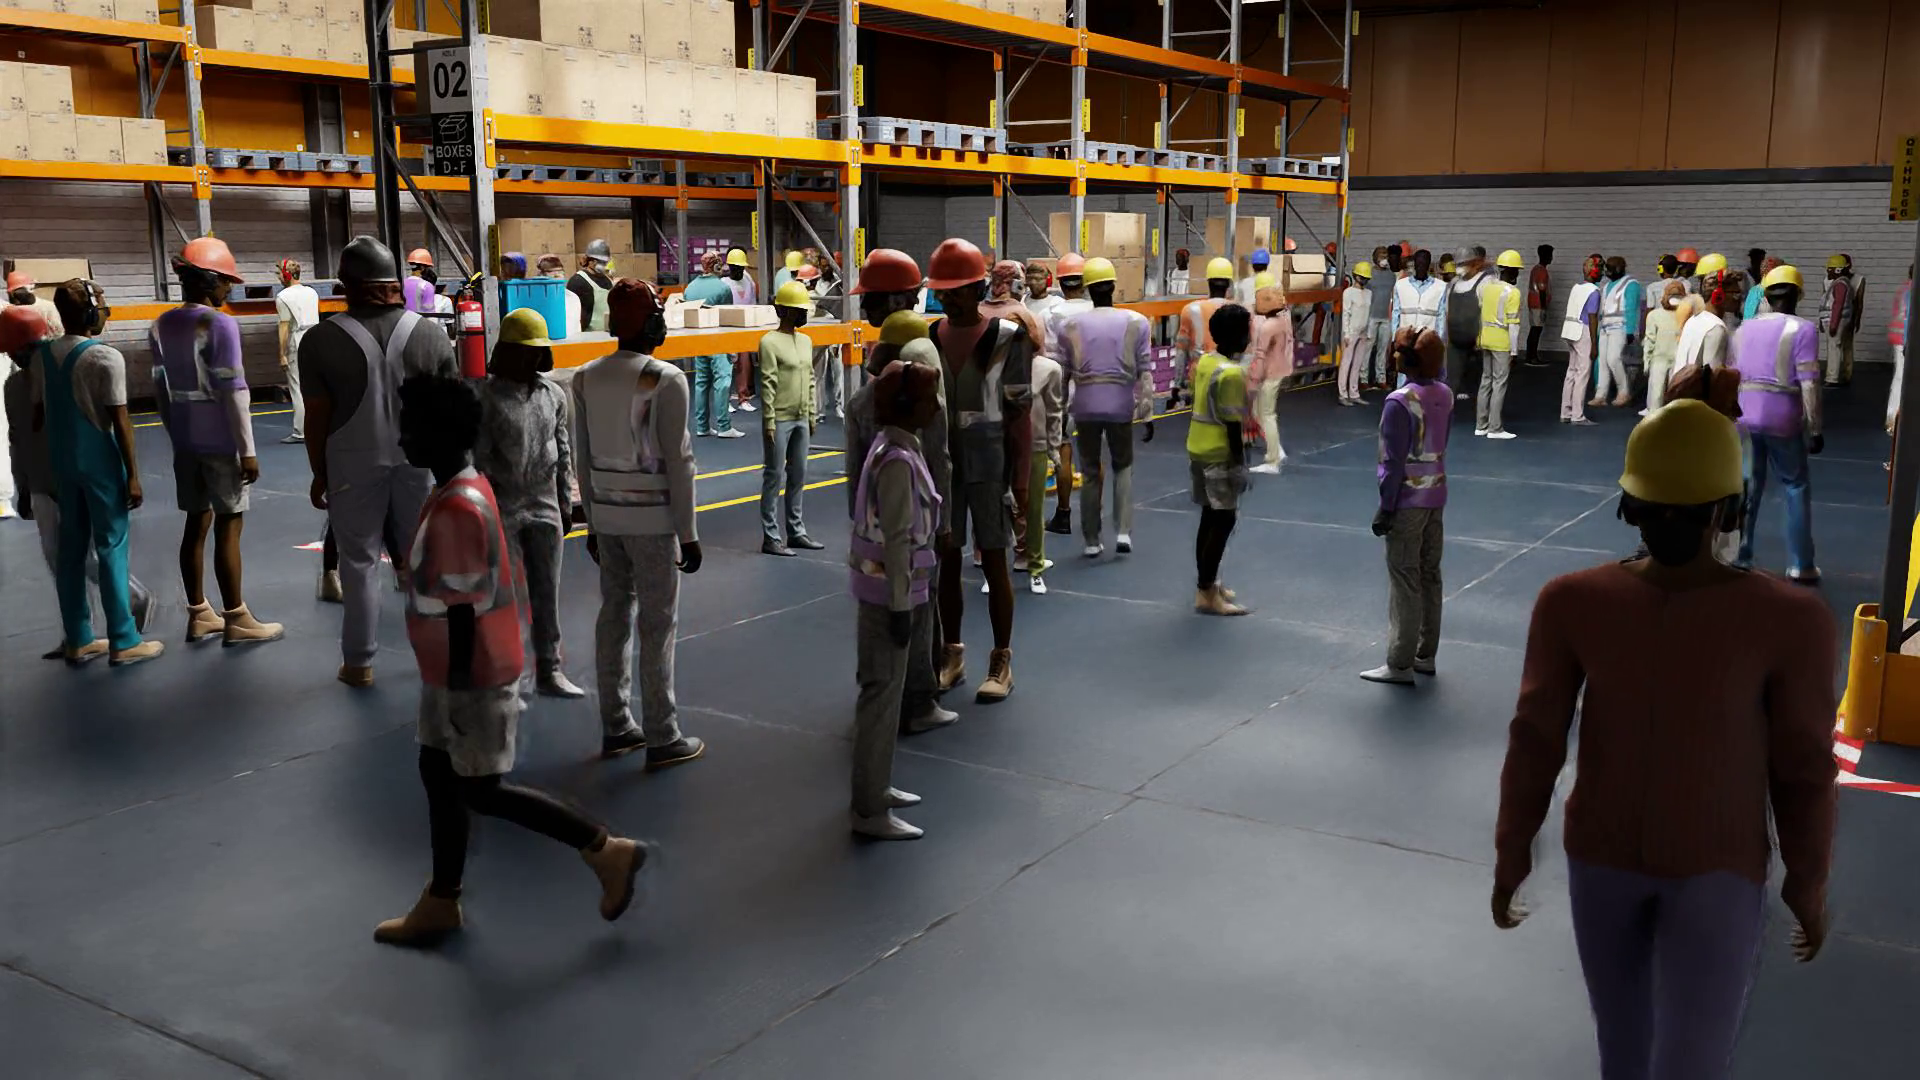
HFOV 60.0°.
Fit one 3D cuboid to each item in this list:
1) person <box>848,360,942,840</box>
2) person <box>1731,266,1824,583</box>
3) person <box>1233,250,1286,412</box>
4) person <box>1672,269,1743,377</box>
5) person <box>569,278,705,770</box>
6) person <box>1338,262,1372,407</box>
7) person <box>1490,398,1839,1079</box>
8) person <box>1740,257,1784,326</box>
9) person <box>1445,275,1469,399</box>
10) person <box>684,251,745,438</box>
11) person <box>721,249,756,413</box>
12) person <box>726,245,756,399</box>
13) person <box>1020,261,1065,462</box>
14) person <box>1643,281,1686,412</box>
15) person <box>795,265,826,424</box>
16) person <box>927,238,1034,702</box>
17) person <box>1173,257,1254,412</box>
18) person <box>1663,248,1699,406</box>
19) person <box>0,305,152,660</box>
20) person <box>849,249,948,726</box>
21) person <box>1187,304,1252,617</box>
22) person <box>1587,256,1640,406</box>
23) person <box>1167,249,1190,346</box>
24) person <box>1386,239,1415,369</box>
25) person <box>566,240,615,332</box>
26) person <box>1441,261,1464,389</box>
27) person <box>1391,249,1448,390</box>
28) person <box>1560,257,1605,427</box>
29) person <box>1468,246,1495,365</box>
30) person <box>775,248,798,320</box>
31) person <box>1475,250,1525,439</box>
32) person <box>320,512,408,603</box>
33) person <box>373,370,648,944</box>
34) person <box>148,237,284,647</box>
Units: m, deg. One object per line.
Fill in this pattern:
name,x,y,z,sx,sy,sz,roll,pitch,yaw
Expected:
person,-0.222,0.200,5.684,0.325,1.626,0.529,0,10,-2
person,4.820,-0.671,9.828,0.754,1.866,0.623,-5,12,-27
person,3.571,-2.495,19.856,0.615,1.899,0.979,6,12,30
person,4.624,-0.762,10.392,0.373,1.843,0.571,2,10,9
person,-1.236,-0.058,6.404,0.576,1.880,0.360,7,12,34
person,4.866,-2.514,20.349,0.523,1.759,0.336,-9,13,-39
person,1.226,0.623,2.990,0.553,1.733,0.784,7,13,36
person,8.343,-2.022,17.381,0.379,1.842,0.571,2,10,12
person,6.385,-2.732,21.278,0.329,1.862,0.510,2,10,10
person,-2.513,-1.995,17.061,0.639,1.908,0.409,7,12,34
person,-2.625,-2.448,19.553,0.581,1.918,0.409,-10,14,-43
person,-2.796,-2.781,21.286,0.372,1.958,0.598,-1,10,-3
person,0.660,-1.415,14.002,0.567,1.848,0.389,5,11,25
person,6.969,-1.721,16.323,0.504,1.623,0.297,4,11,21
person,-1.660,-2.148,18.328,0.334,1.749,0.575,2,11,13
person,0.021,-0.298,7.320,0.613,2.033,0.410,4,11,21
person,1.998,-1.258,13.001,0.584,1.897,0.913,-2,10,-9
person,8.317,-2.391,19.206,0.395,1.929,0.555,1,10,4
person,-4.343,-0.277,8.060,0.599,1.717,0.522,4,11,23
person,-0.256,-0.218,7.001,0.409,1.986,0.620,-2,10,-9
person,1.405,-0.441,9.076,0.414,1.676,0.603,-2,10,-11
person,7.948,-2.532,20.246,0.480,1.829,0.642,-2,10,-12
person,3.390,-3.502,25.476,0.572,1.883,0.355,8,13,36
person,6.920,-3.680,26.019,0.536,2.000,0.688,-8,13,-37
person,-3.656,-2.042,16.944,0.536,2.000,0.672,4,11,23
person,6.697,-2.928,22.712,0.336,1.734,0.488,-2,10,-12
person,5.083,-2.257,18.467,0.593,1.922,0.392,2,11,14
person,6.790,-2.156,18.158,0.395,1.836,0.561,-1,10,-3
person,8.421,-3.800,27.006,0.630,1.932,0.365,-8,13,-39
person,-2.296,-2.924,22.204,0.423,1.922,0.639,-4,11,-21
person,5.538,-1.989,17.010,0.401,1.919,0.581,-3,11,-17
person,-3.300,-0.492,9.396,0.777,1.657,0.600,-1,10,-4
person,-1.313,0.350,4.733,0.709,1.673,0.539,-3,11,-17
person,-3.730,-0.483,8.329,0.605,2.033,0.396,6,12,29
